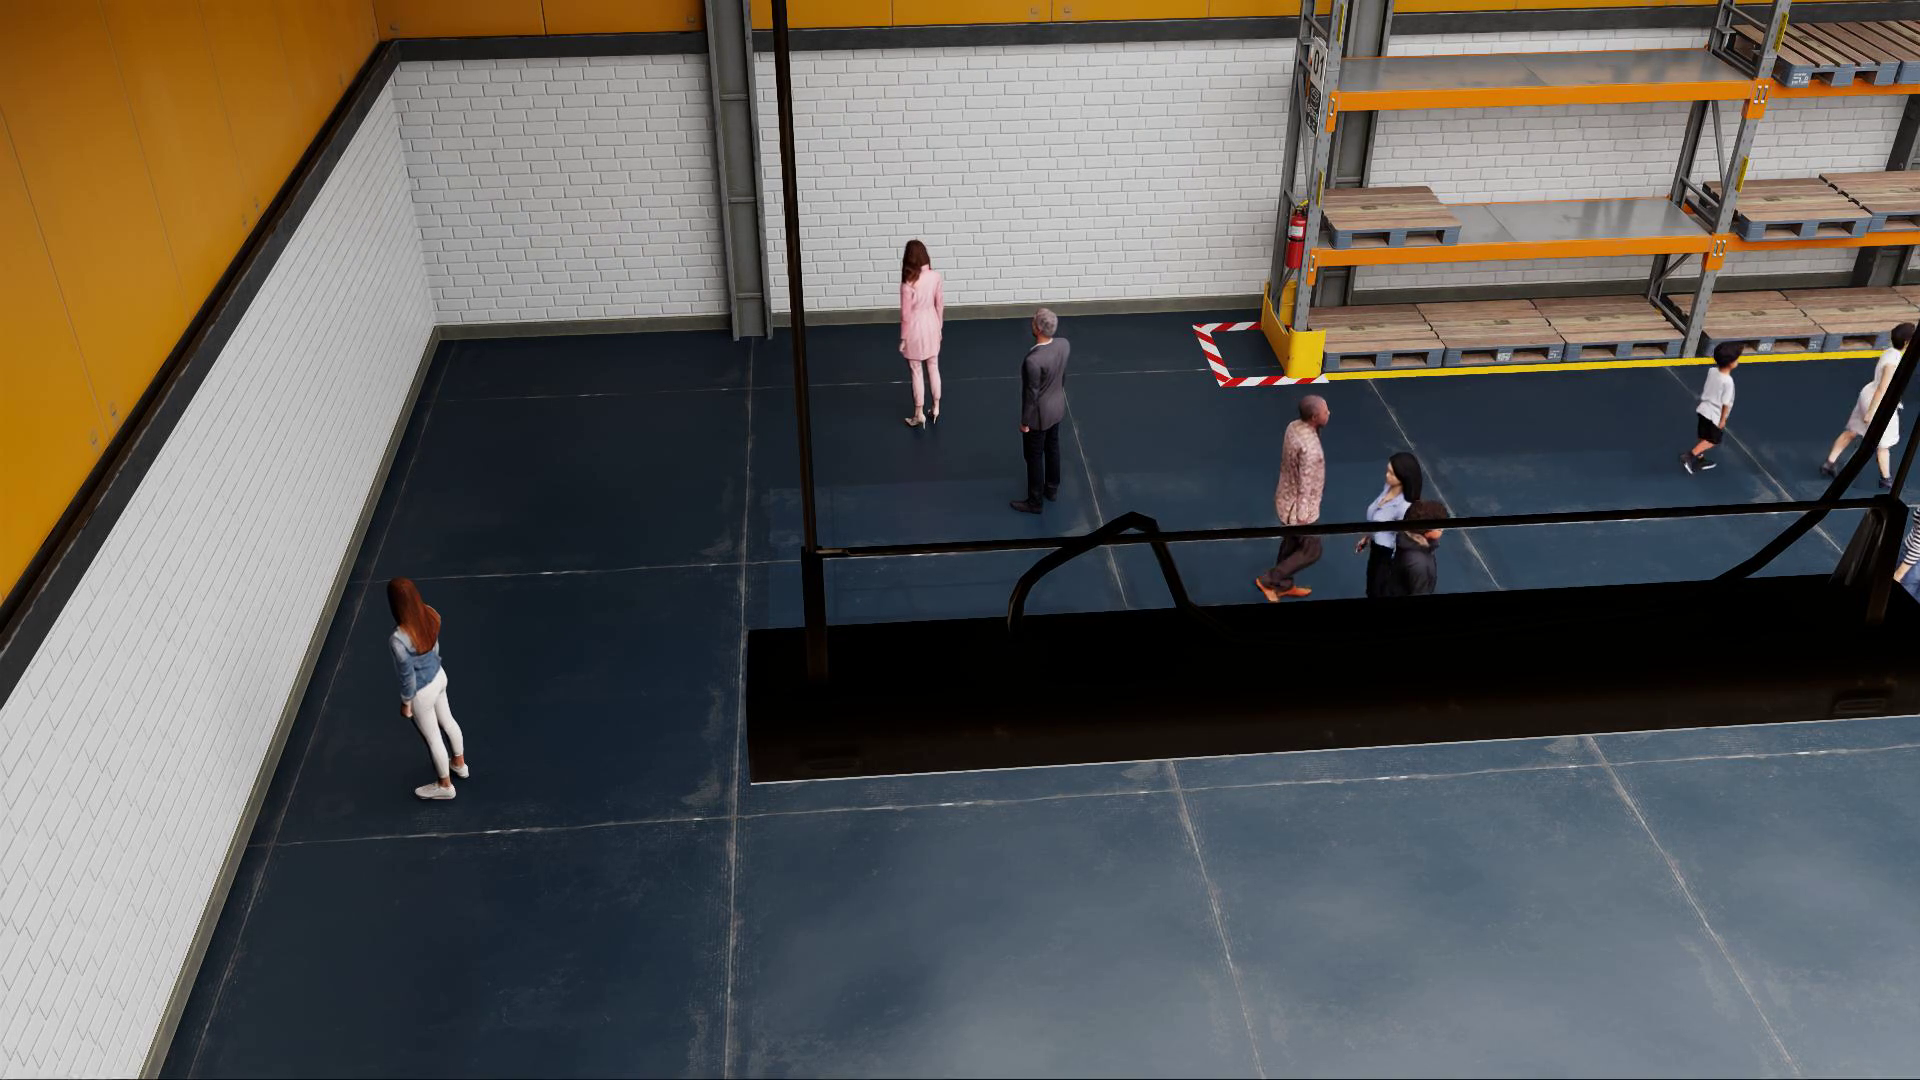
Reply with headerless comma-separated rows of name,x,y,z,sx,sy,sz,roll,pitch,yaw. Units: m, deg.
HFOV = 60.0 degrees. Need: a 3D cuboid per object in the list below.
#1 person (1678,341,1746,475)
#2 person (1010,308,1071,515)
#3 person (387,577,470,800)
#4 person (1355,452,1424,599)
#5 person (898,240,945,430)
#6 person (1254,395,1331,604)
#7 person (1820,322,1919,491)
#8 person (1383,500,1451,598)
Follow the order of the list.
person,6.481,-1.125,14.397,0.660,1.251,0.532,-6,34,-9
person,0.679,-1.086,13.805,0.835,1.842,0.803,20,39,28
person,-3.482,0.959,10.854,0.622,1.702,0.675,7,34,10
person,3.143,0.126,12.069,0.546,1.746,0.657,-1,34,-2
person,-0.343,-1.841,14.978,0.625,1.801,0.752,-19,38,-27
person,2.482,-0.272,12.623,0.729,1.794,0.700,-1,34,-2
person,7.728,-1.148,14.188,0.981,1.521,0.790,12,35,17
person,2.992,0.492,11.513,1.003,1.751,0.772,4,34,6
